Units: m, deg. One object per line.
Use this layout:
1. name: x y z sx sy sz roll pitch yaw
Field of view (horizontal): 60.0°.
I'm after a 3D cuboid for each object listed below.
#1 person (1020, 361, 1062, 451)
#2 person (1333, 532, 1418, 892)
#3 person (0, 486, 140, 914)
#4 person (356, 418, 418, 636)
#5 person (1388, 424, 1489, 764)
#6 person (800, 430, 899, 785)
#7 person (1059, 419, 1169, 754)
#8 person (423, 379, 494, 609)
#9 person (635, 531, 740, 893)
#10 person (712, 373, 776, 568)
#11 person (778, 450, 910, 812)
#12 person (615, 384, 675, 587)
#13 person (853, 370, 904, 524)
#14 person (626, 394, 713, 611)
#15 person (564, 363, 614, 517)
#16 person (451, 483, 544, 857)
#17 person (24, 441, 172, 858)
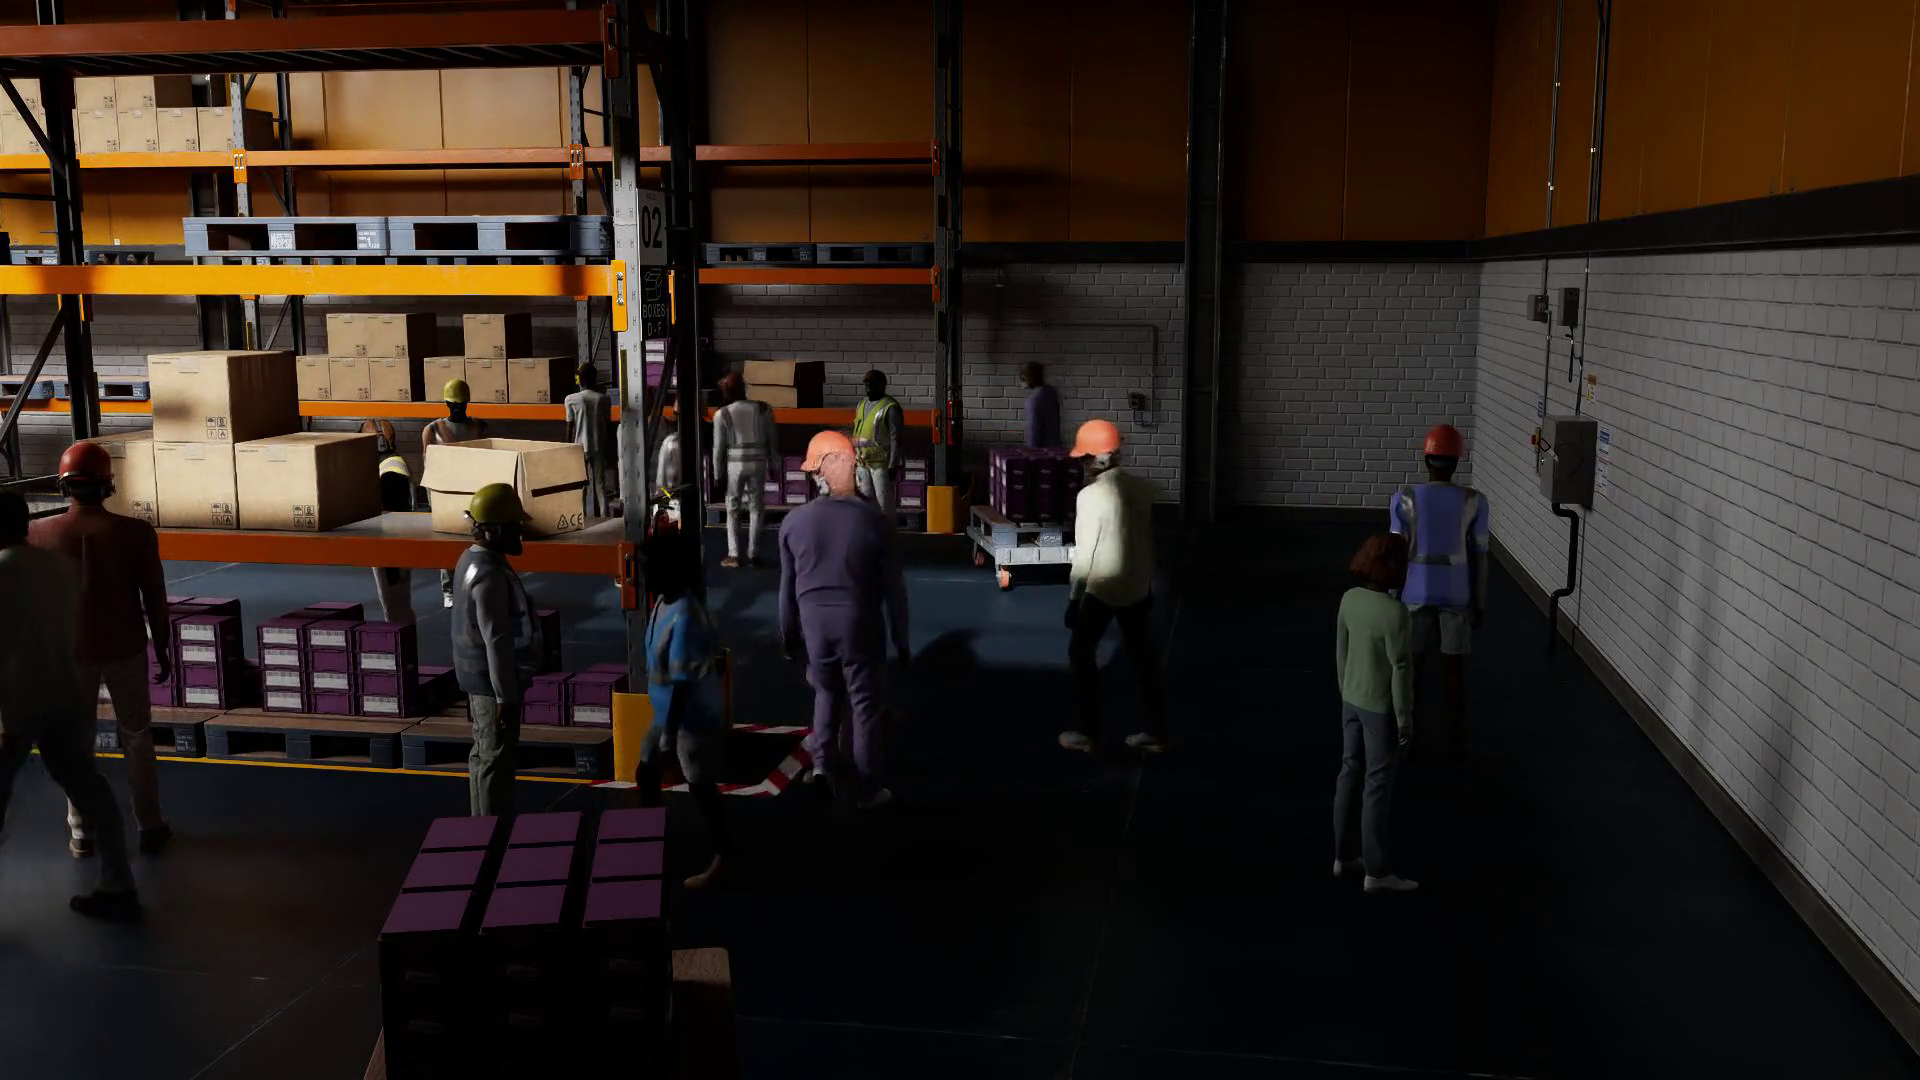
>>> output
1. person: 0.860 -0.871 16.919 0.480 1.900 0.692 4 10 24
2. person: 1.888 0.772 7.555 0.282 1.633 0.498 -3 10 -19
3. person: -4.079 0.709 7.186 1.030 1.876 0.647 2 9 10
4. person: -3.818 0.104 11.090 0.429 1.836 0.625 -4 10 -22
5. person: 2.713 0.308 9.493 0.551 1.935 0.375 2 9 13
6. person: -0.598 0.362 9.091 0.633 1.958 0.628 -7 12 -39
7. person: 0.864 0.290 9.591 0.664 1.964 0.706 9 13 43
8. person: -4.150 -0.384 13.863 0.581 1.919 0.393 -6 11 -31
9. person: -1.317 0.788 7.330 0.748 1.660 0.546 -4 10 -22
10. person: -2.028 -0.640 15.693 0.619 1.861 0.345 -3 10 -18
11. person: -0.588 0.473 8.635 0.708 1.880 0.434 2 9 14
12. person: -2.702 -0.449 14.474 0.589 1.851 0.924 -8 12 -40
13. person: -0.835 -0.752 16.366 0.429 1.842 0.635 -8 12 -41
14. person: -2.154 -0.162 12.513 0.614 1.914 0.545 -2 9 -15
15. person: -3.856 -0.906 17.286 0.500 1.862 0.325 -5 10 -28
16. person: -2.141 0.643 7.738 0.403 1.830 0.600 -4 10 -24
17. person: -4.120 0.524 7.974 0.622 1.993 0.382 -4 10 -22
